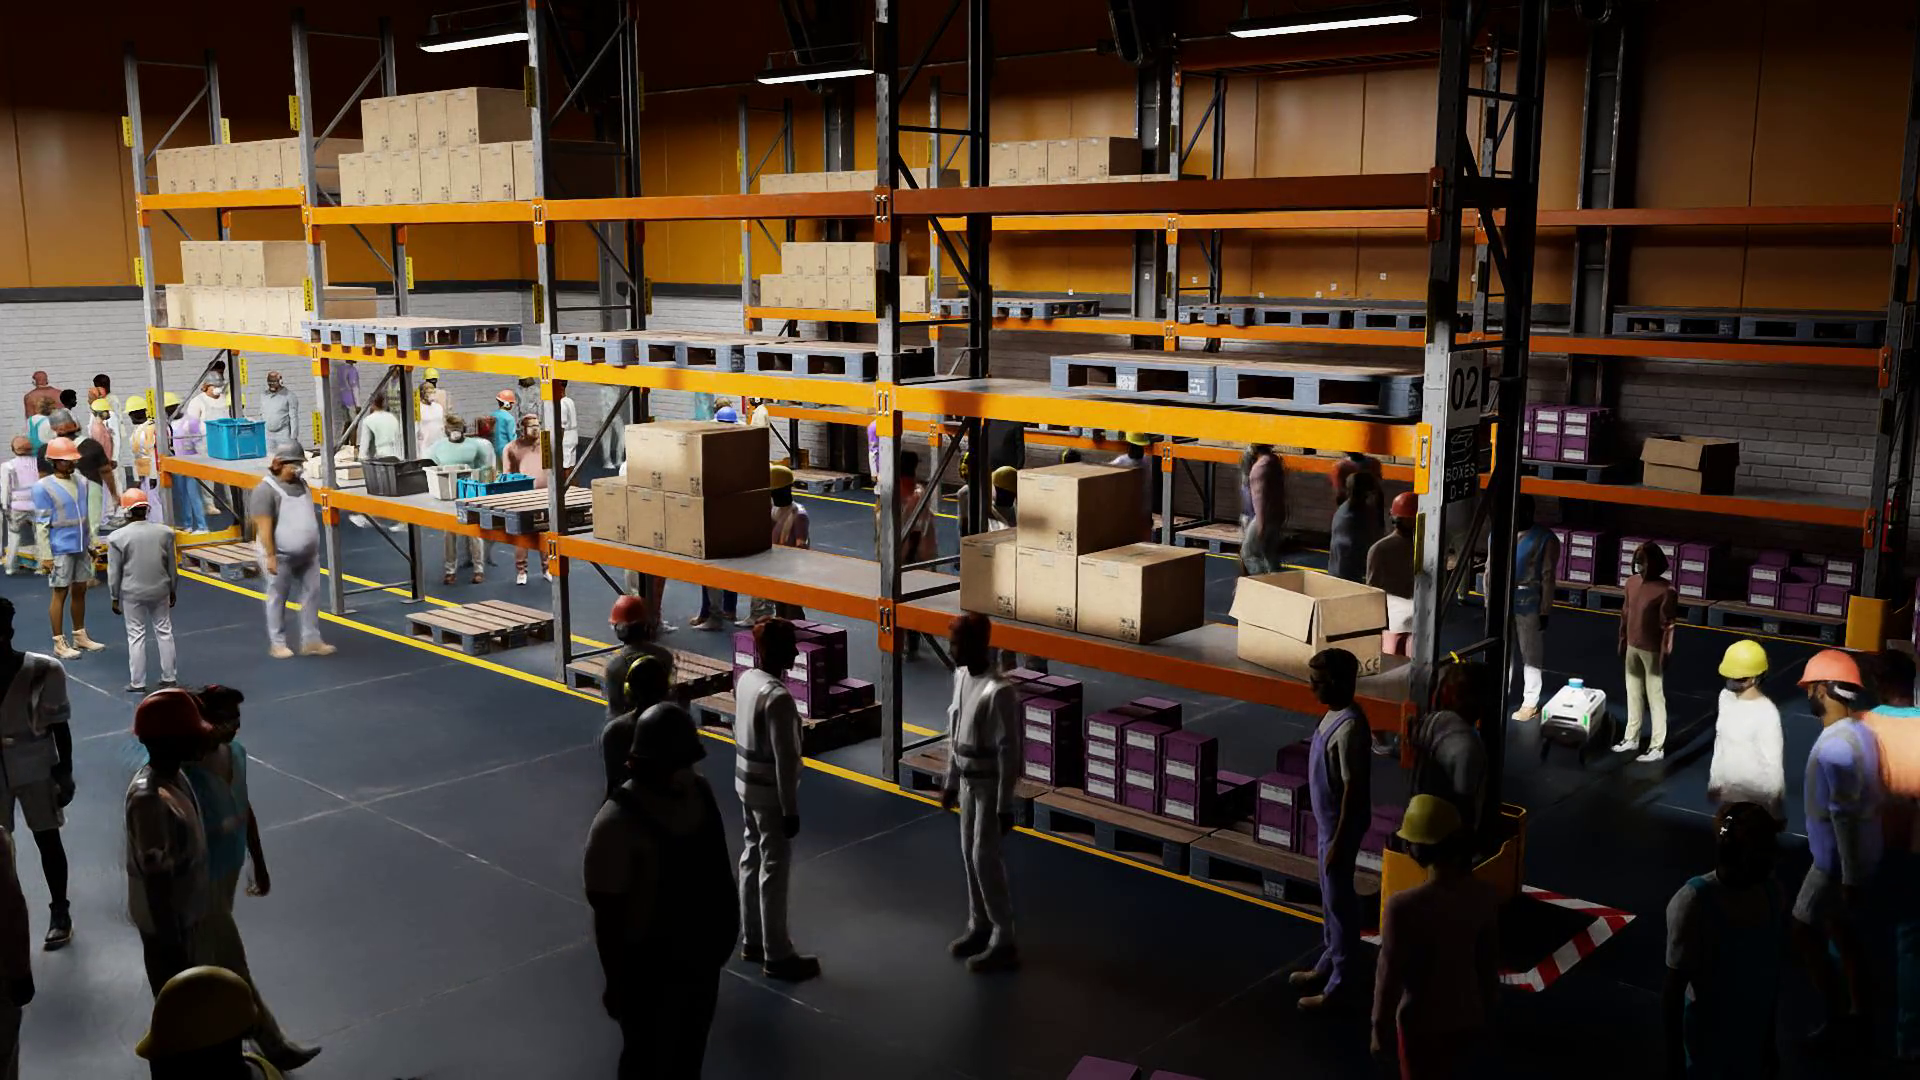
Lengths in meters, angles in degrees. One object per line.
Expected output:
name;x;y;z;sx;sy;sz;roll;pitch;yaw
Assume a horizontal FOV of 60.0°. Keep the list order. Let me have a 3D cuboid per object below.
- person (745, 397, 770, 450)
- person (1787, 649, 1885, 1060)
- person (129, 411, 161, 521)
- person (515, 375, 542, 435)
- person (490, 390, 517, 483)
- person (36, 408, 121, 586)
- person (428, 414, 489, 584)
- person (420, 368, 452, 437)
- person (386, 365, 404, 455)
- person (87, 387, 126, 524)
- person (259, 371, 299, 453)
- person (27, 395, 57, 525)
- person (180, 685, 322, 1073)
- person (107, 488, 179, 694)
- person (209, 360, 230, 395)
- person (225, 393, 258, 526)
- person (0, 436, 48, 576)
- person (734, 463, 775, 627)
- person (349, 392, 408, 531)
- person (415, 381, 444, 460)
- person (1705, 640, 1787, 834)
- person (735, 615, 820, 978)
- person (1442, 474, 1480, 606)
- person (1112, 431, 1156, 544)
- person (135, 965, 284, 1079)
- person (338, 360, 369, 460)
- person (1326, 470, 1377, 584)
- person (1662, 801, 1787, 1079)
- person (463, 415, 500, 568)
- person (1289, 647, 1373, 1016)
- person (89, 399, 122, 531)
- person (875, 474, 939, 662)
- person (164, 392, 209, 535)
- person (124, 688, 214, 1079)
person;-2.956;-1.385;24.381;0.355;1.737;0.576;-2;10;-9
person;4.121;1.469;7.800;0.562;1.890;0.560;9;13;41
person;-10.242;-0.805;21.085;0.294;1.744;0.487;6;12;30
person;-7.263;-2.016;27.975;0.492;1.729;0.324;2;10;13
person;-6.474;-1.271;23.739;0.573;1.738;0.352;9;13;41
person;-9.867;-0.515;18.605;0.724;2.000;1.009;-2;10;-14
person;-5.592;-0.454;18.598;0.628;1.926;0.386;-2;10;-10
person;-8.046;-1.668;25.444;0.373;1.925;0.595;8;13;37
person;-10.181;-2.357;30.144;0.513;1.642;0.313;4;11;22
person;-11.603;-1.139;22.573;0.581;1.882;0.339;8;13;37
person;-10.324;-1.607;25.191;0.642;1.900;0.400;2;10;13
person;-12.146;-1.016;22.083;0.569;1.815;0.443;4;11;22
person;-3.334;1.553;7.608;0.939;1.792;0.588;2;10;9
person;-6.934;0.426;14.119;0.350;1.744;0.566;9;14;42
person;-11.858;-1.924;26.776;0.612;1.963;0.363;7;12;33
person;-9.249;-0.953;21.391;0.588;1.930;0.364;2;10;12
person;-10.693;-0.379;19.020;0.545;1.625;0.466;-9;13;-40
person;-2.048;-0.088;16.567;0.409;1.909;0.641;3;11;19
person;-7.737;-1.035;22.093;1.028;1.840;0.623;3;10;16
person;-7.285;-1.208;22.809;0.373;1.940;0.629;5;11;26
person;4.281;1.351;8.972;0.592;1.720;0.614;0;10;0
person;-0.984;1.323;8.661;0.358;1.881;0.574;-6;11;-29
person;5.175;-0.174;17.509;0.560;1.742;0.338;1;10;4
person;1.862;-0.283;17.672;0.609;1.900;0.421;-8;13;-38
person;-1.927;2.047;4.472;0.404;1.918;0.589;-6;12;-30
person;-10.774;-2.444;29.503;0.393;2.041;0.614;-9;14;-43
person;3.261;0.371;13.921;0.389;1.929;0.646;3;11;18
person;2.744;1.816;6.017;0.501;1.839;0.346;-4;11;-22
person;-5.592;-0.552;19.453;0.510;1.812;0.619;-8;13;-38
person;1.845;1.425;8.206;0.346;1.840;0.505;1;10;5
person;-11.404;-1.003;22.166;0.336;1.761;0.526;-5;11;-24
person;-0.499;0.223;15.340;0.592;1.720;0.645;-2;10;-10
person;-10.075;-0.978;21.623;0.612;1.904;0.433;5;11;24
person;-3.324;1.573;7.089;0.377;1.936;0.549;-3;11;-18
